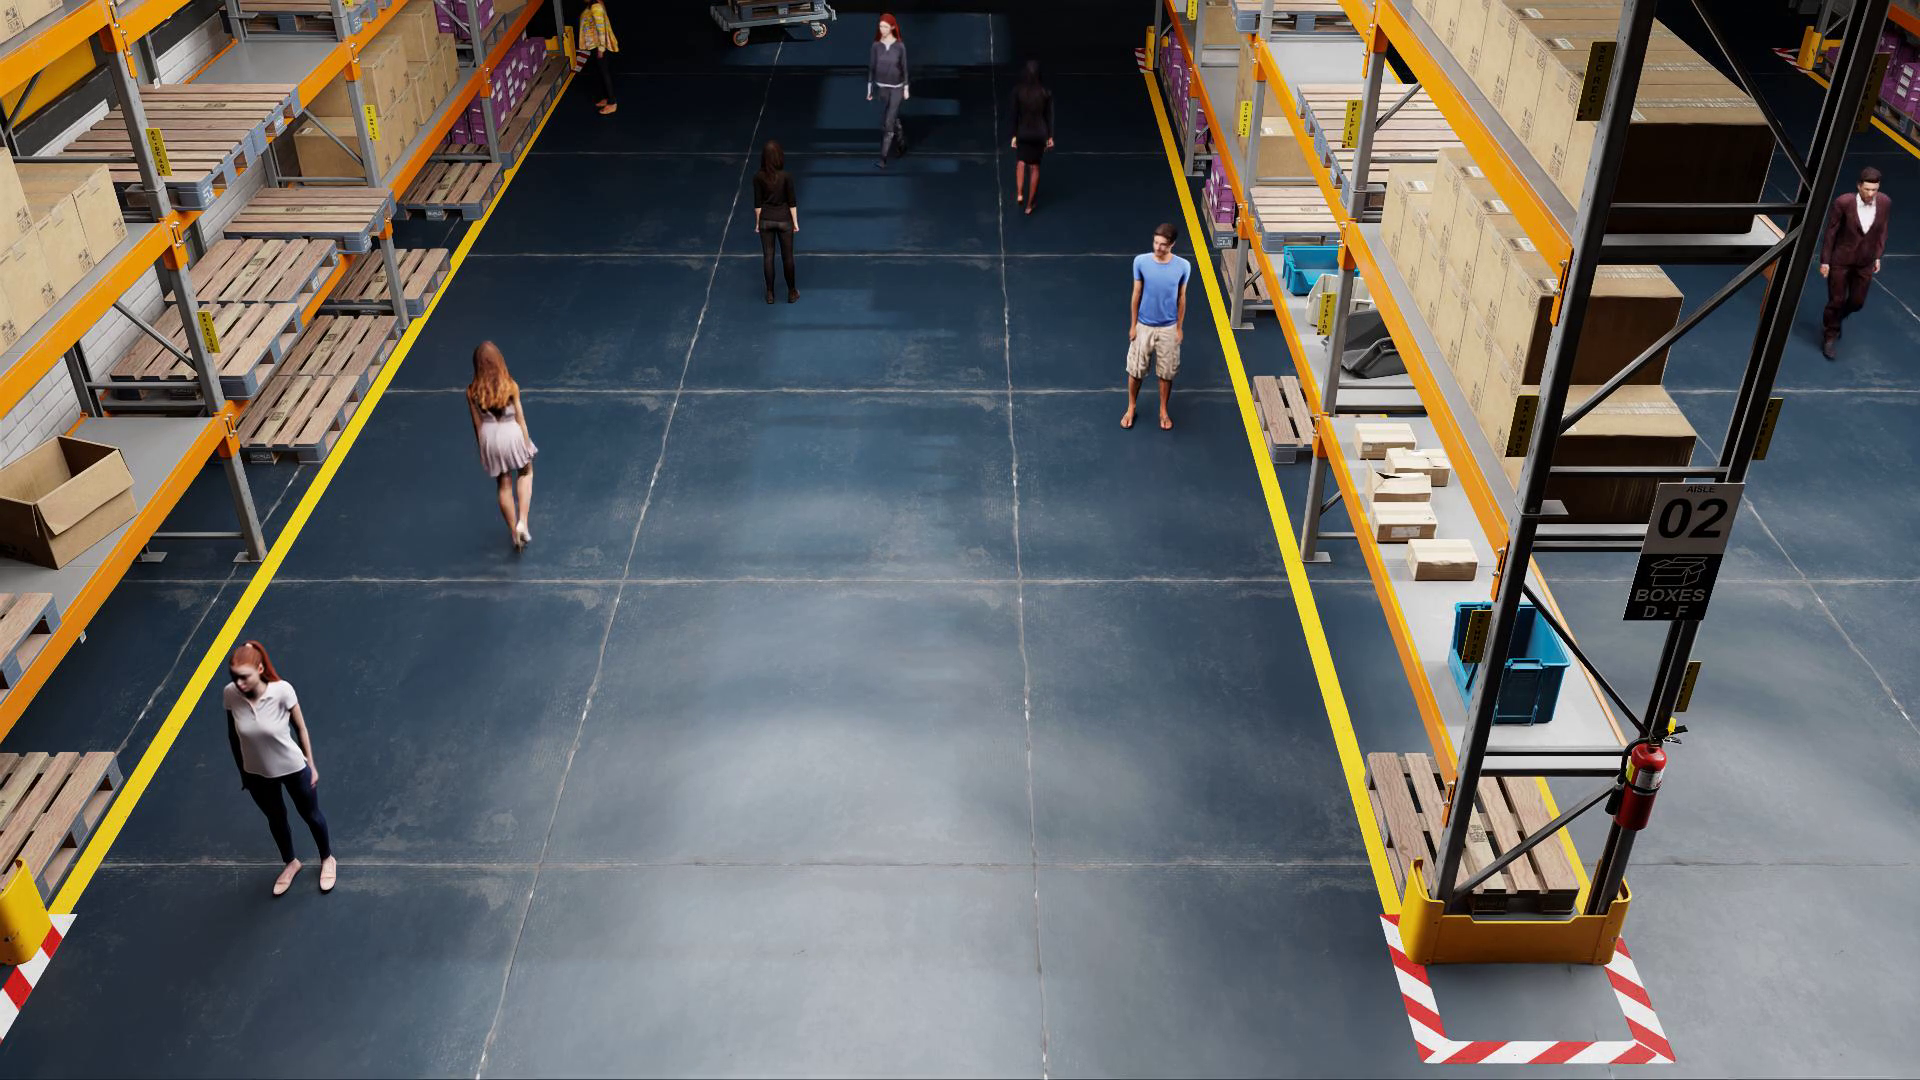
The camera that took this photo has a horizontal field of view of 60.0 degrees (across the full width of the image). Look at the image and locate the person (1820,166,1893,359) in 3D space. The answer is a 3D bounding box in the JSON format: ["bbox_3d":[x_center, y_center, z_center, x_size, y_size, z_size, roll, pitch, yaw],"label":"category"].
[{"bbox_3d":[8.181,-2.601,15.303,0.812,1.833,0.907,1,34,2],"label":"person"}]

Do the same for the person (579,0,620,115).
[{"bbox_3d":[-4.530,-6.204,20.888,0.877,1.652,0.799,-11,35,-15],"label":"person"}]

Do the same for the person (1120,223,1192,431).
[{"bbox_3d":[1.669,-1.839,14.130,0.681,1.864,0.606,4,34,6],"label":"person"}]

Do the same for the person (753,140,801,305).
[{"bbox_3d":[-1.793,-3.095,16.219,0.568,1.642,0.486,0,34,-1],"label":"person"}]

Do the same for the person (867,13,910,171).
[{"bbox_3d":[-0.781,-5.240,19.373,0.900,1.724,1.220,13,36,18],"label":"person"}]

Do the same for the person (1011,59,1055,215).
[{"bbox_3d":[0.764,-4.330,18.016,0.693,1.710,0.757,7,34,10],"label":"person"}]

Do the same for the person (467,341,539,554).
[{"bbox_3d":[-3.403,-0.626,12.398,0.605,1.761,0.654,-4,34,-5],"label":"person"}]

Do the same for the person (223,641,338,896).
[{"bbox_3d":[-3.894,1.301,9.519,0.587,1.738,0.540,-2,34,-4],"label":"person"}]
